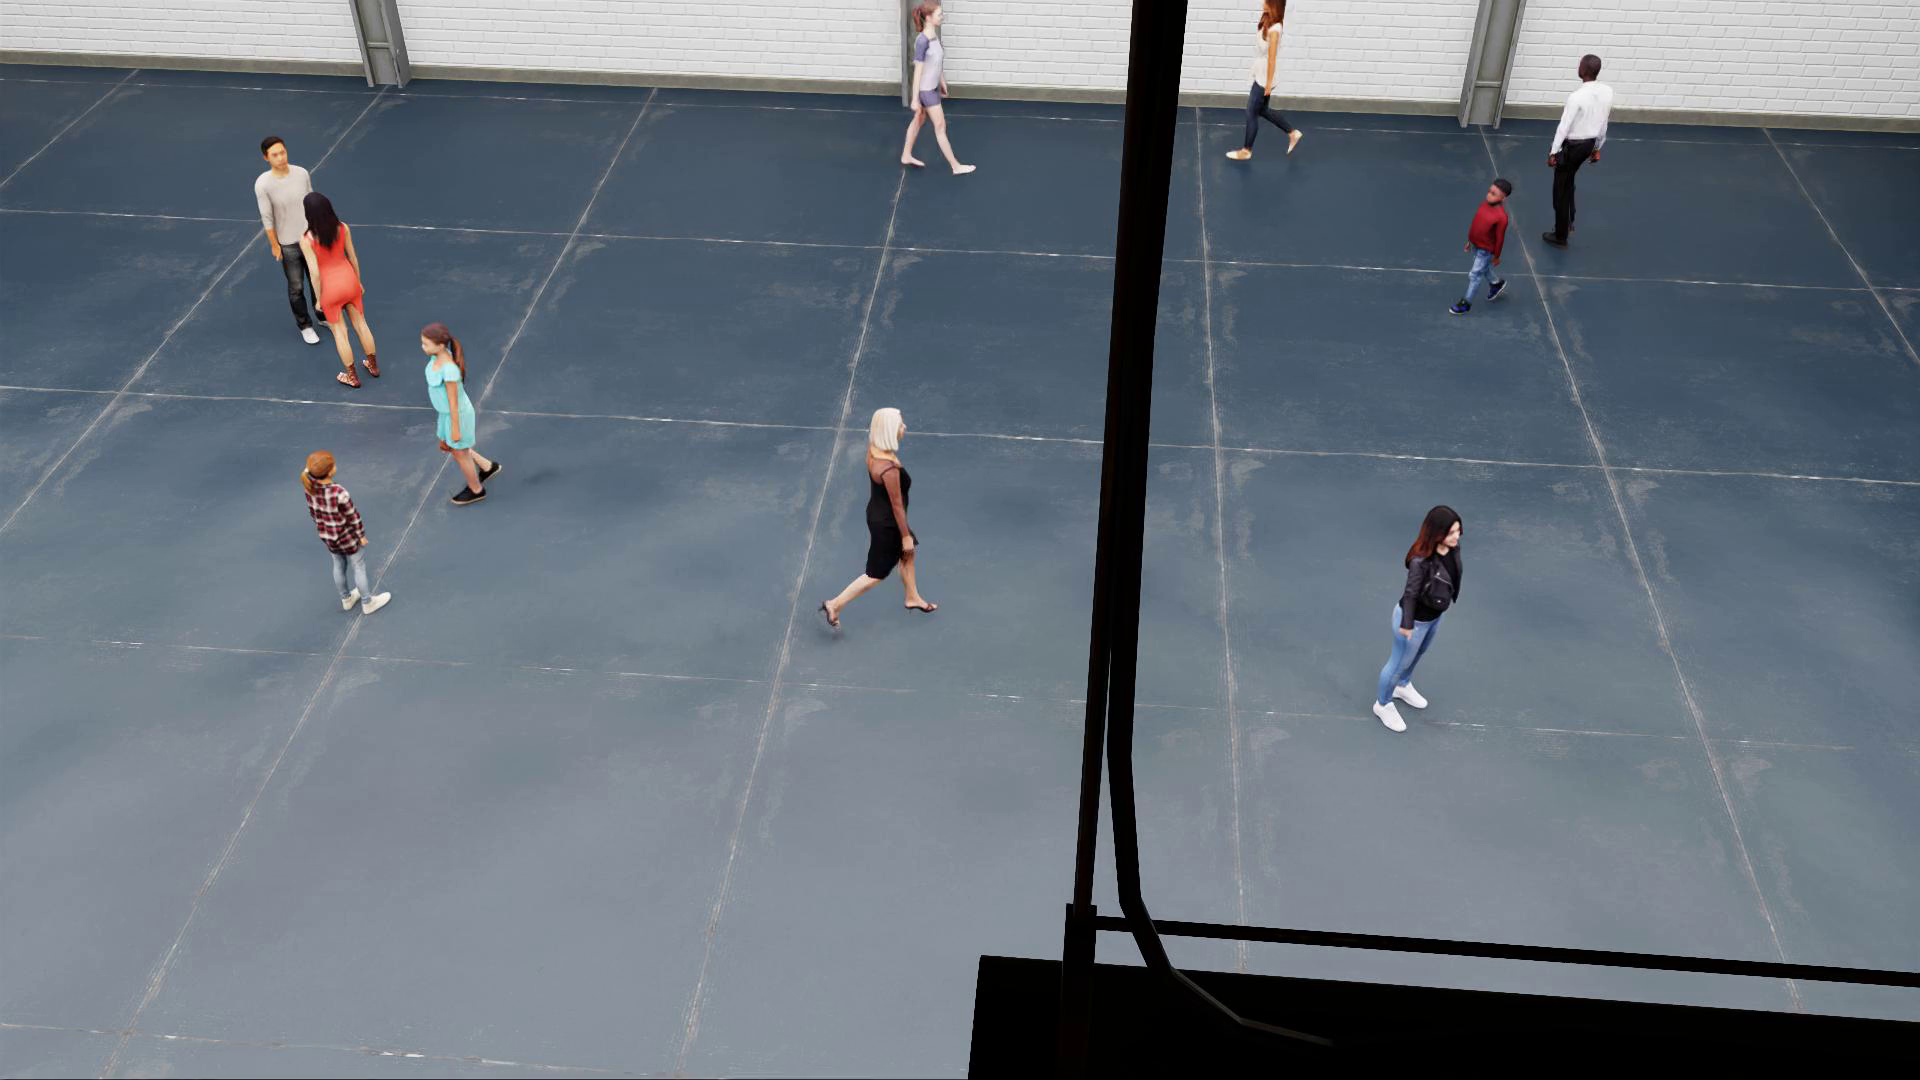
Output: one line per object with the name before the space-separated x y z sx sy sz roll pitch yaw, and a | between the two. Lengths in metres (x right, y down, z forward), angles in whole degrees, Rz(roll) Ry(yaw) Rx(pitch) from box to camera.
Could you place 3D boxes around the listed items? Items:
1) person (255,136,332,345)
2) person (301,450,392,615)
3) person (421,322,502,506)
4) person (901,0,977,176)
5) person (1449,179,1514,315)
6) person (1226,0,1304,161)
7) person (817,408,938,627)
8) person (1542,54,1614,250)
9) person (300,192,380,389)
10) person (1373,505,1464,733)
person | -5.572 -2.543 13.952 0.769 1.811 0.736 30 48 32
person | -4.195 -0.056 11.243 0.521 1.305 0.646 14 41 17
person | -3.616 -0.937 12.149 0.759 1.551 0.693 -15 41 -18
person | -0.411 -4.445 16.397 1.062 1.732 0.661 8 39 10
person | 4.613 -2.577 14.446 0.890 1.247 0.685 -11 40 -13
person | 3.122 -4.605 16.569 0.963 1.767 0.579 2 39 2
person | -0.556 -0.084 10.947 1.128 1.719 0.794 -7 39 -9
person | 5.653 -3.478 15.113 0.776 1.823 0.871 -15 41 -18
person | -4.993 -2.012 13.361 0.704 1.719 0.672 28 47 31
person | 2.868 0.457 10.338 0.760 1.633 0.722 31 48 33
